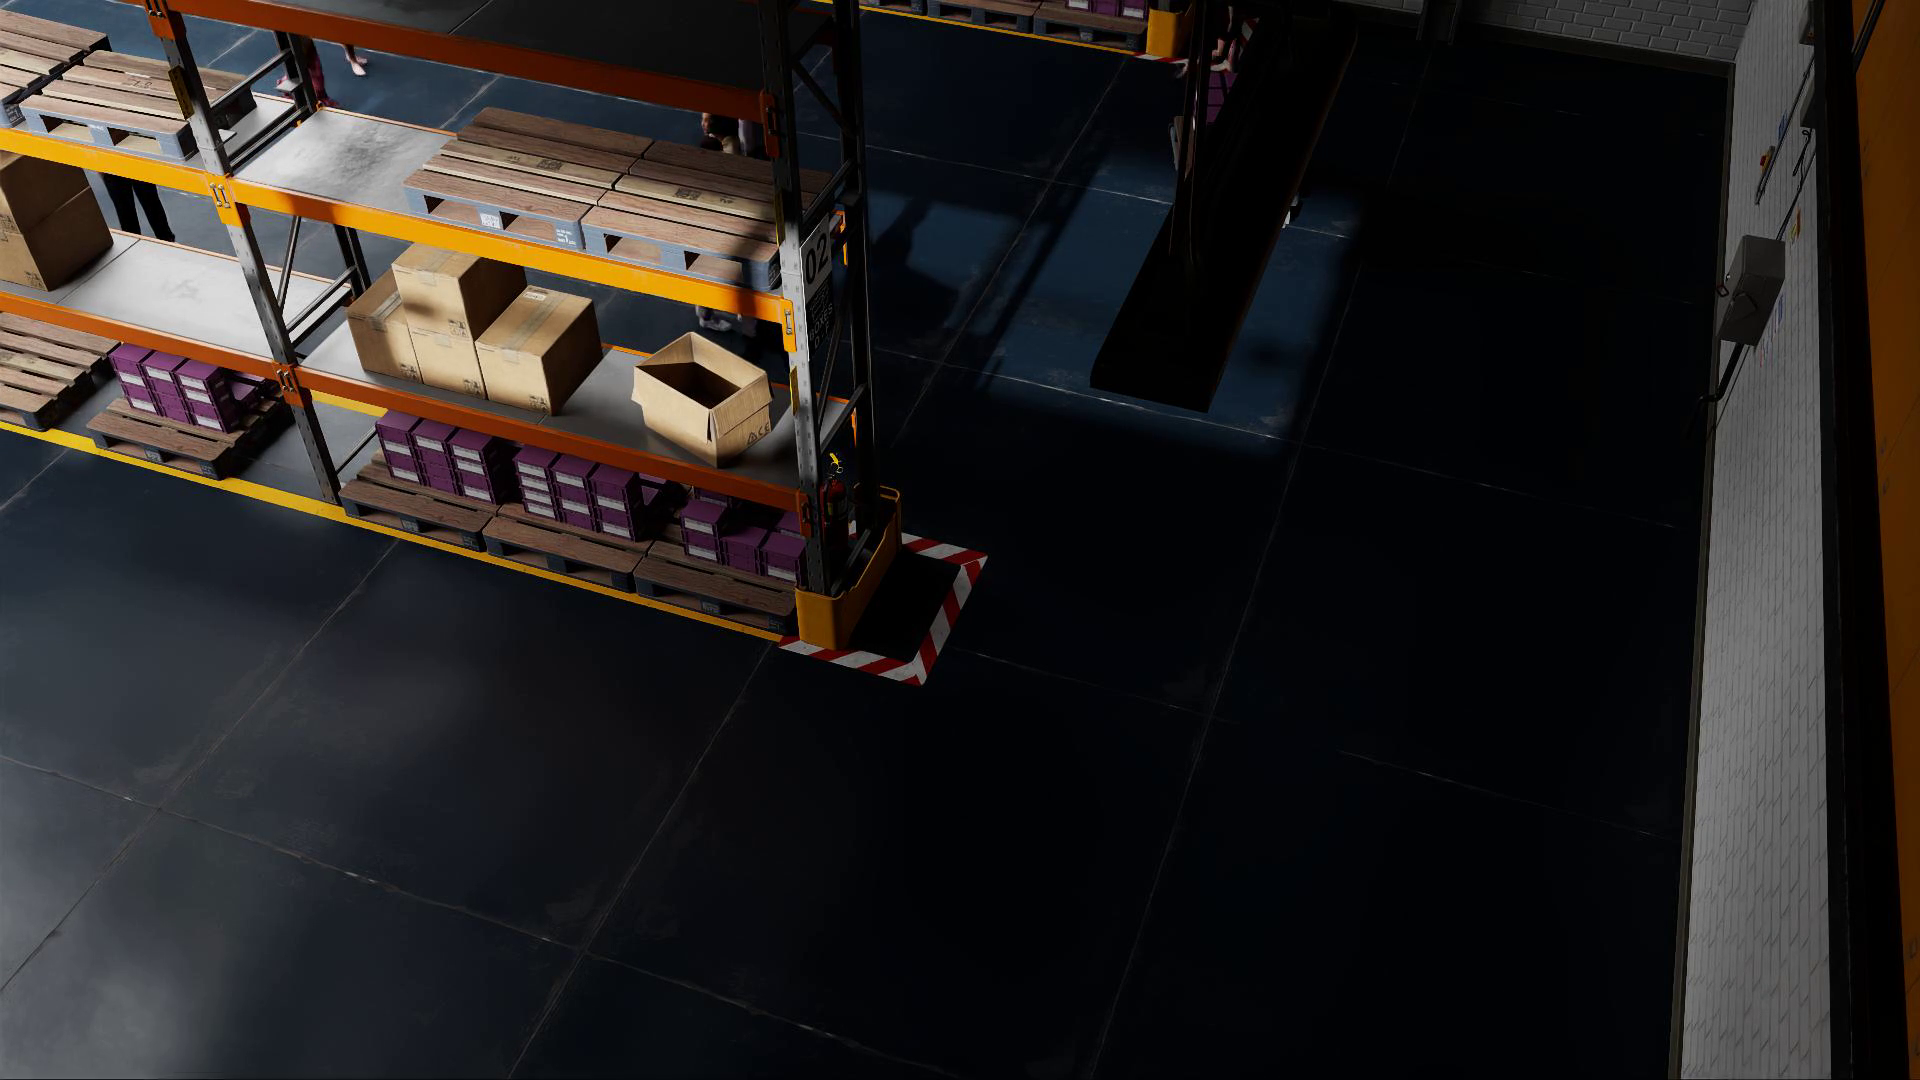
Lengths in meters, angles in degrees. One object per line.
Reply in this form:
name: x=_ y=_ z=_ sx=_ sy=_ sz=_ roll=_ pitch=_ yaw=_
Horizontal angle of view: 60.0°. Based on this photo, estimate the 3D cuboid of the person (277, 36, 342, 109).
person: x=-6.533 y=-4.895 z=16.286 sx=0.827 sy=1.431 sz=0.552 roll=15 pitch=46 yaw=15

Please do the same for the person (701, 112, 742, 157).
person: x=-1.980 y=-2.960 z=14.110 sx=0.781 sy=1.630 sz=0.675 roll=-26 pitch=49 yaw=-25

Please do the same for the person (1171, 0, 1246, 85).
person: x=2.542 y=-5.125 z=16.275 sx=1.078 sy=1.779 sz=0.767 roll=4 pitch=44 yaw=5
